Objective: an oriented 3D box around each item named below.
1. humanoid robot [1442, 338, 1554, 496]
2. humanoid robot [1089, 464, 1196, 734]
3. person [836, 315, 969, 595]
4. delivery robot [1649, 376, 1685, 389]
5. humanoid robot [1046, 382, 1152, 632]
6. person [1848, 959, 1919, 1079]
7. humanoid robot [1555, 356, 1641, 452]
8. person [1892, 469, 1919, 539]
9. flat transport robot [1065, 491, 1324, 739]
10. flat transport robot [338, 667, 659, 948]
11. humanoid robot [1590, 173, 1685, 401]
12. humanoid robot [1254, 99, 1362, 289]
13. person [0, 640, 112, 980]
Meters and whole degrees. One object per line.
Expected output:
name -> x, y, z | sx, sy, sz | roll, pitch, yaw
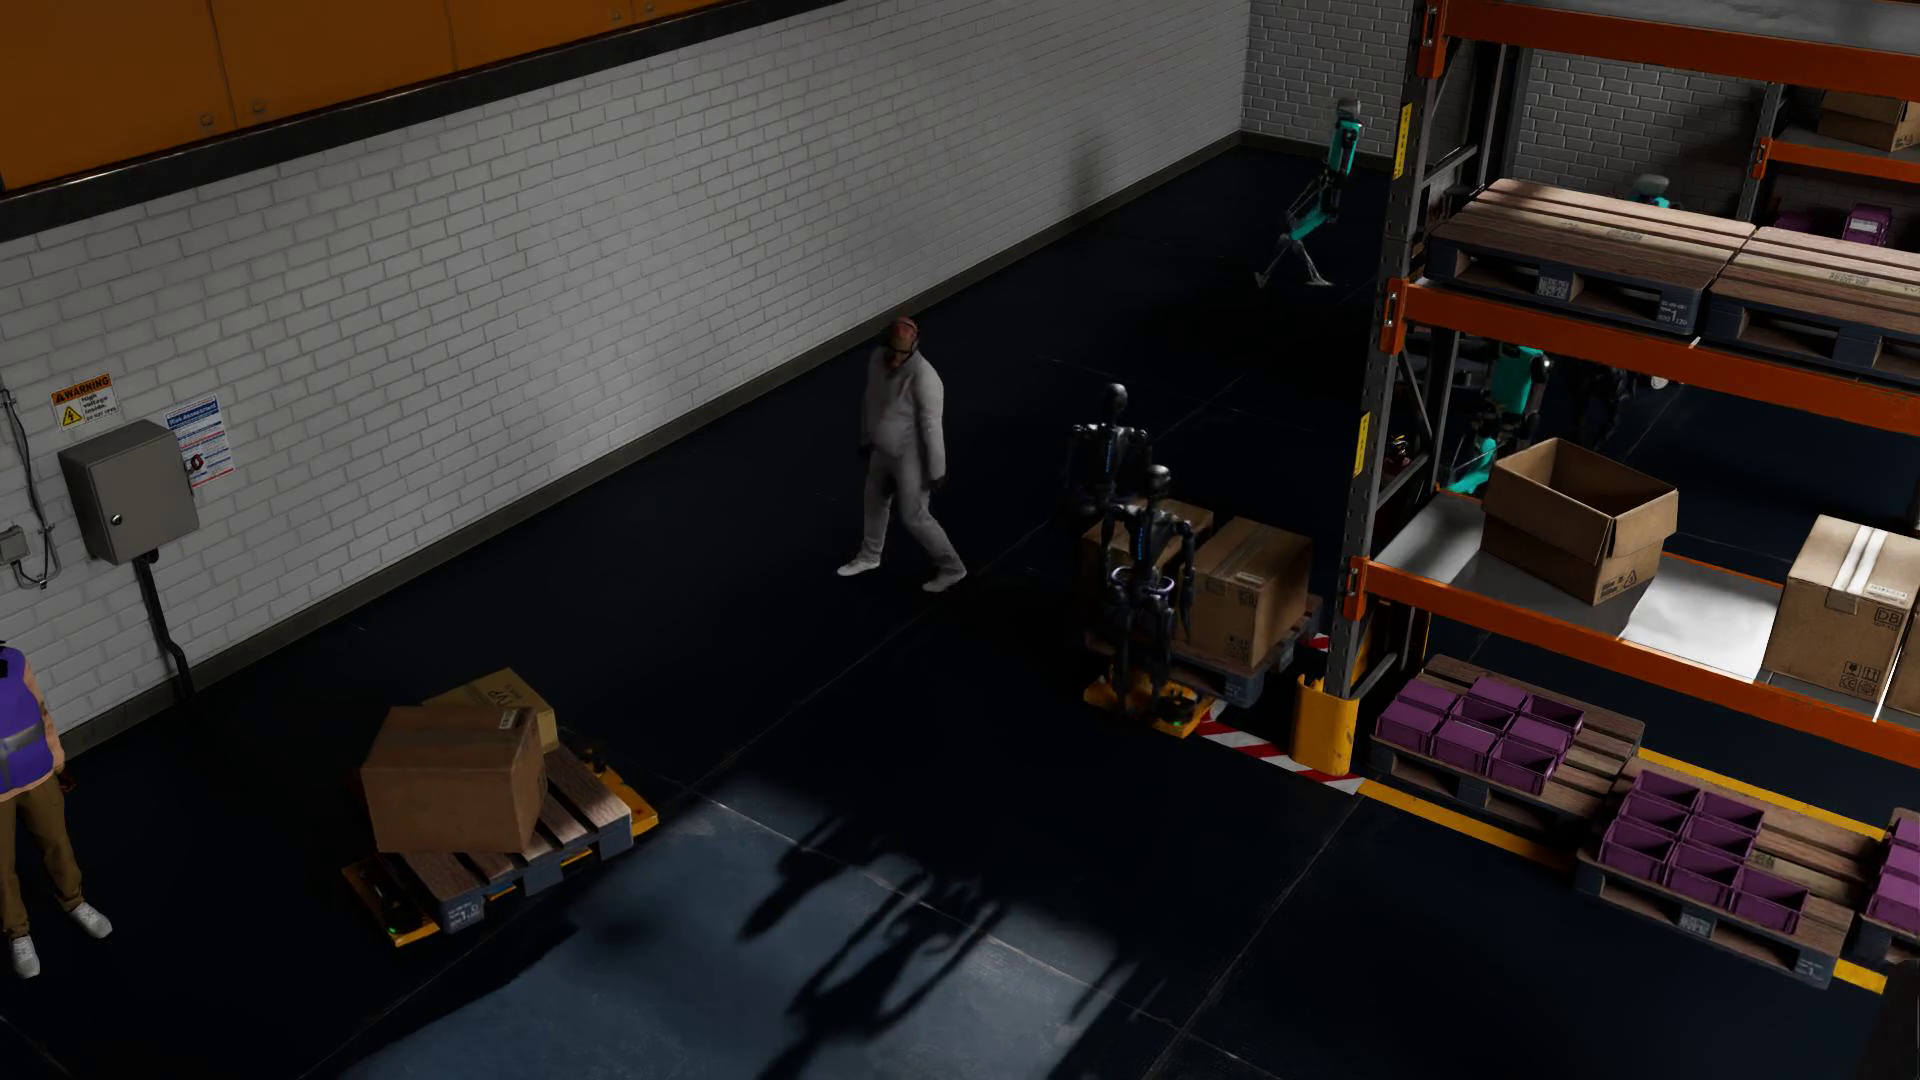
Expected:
humanoid robot -> 3.289, -0.570, 10.585 | 1.043, 1.736, 0.548 | -11, 32, -18
humanoid robot -> 0.973, 0.333, 9.052 | 0.601, 1.652, 0.340 | 13, 32, 21
person -> -0.372, -0.546, 10.386 | 0.643, 1.880, 0.730 | -17, 34, -27
delivery robot -> 5.634, -1.588, 13.527 | 0.524, 0.614, 0.785 | -14, 33, -23
humanoid robot -> 0.824, -0.157, 9.907 | 0.609, 1.644, 0.333 | 1, 30, 1
person -> 3.492, 2.075, 5.991 | 0.852, 1.704, 0.570 | 6, 30, 10
humanoid robot -> 4.488, -1.195, 11.707 | 0.602, 1.648, 0.359 | 24, 38, 35
person -> 6.595, -0.839, 10.890 | 0.549, 1.877, 0.413 | 6, 30, 10
flat transport robot -> 1.374, 0.661, 9.892 | 0.659, 0.231, 1.431 | 19, 35, 29
flat transport robot -> -2.317, 1.513, 8.414 | 1.431, 0.231, 0.659 | -23, 37, -34
humanoid robot -> 5.133, -1.843, 12.830 | 0.540, 1.837, 0.792 | 16, 33, 25
humanoid robot -> 3.056, -3.060, 14.923 | 0.907, 1.808, 0.559 | 3, 30, 5
person -> -4.307, 1.086, 7.494 | 0.422, 1.928, 0.545 | 23, 37, 34
